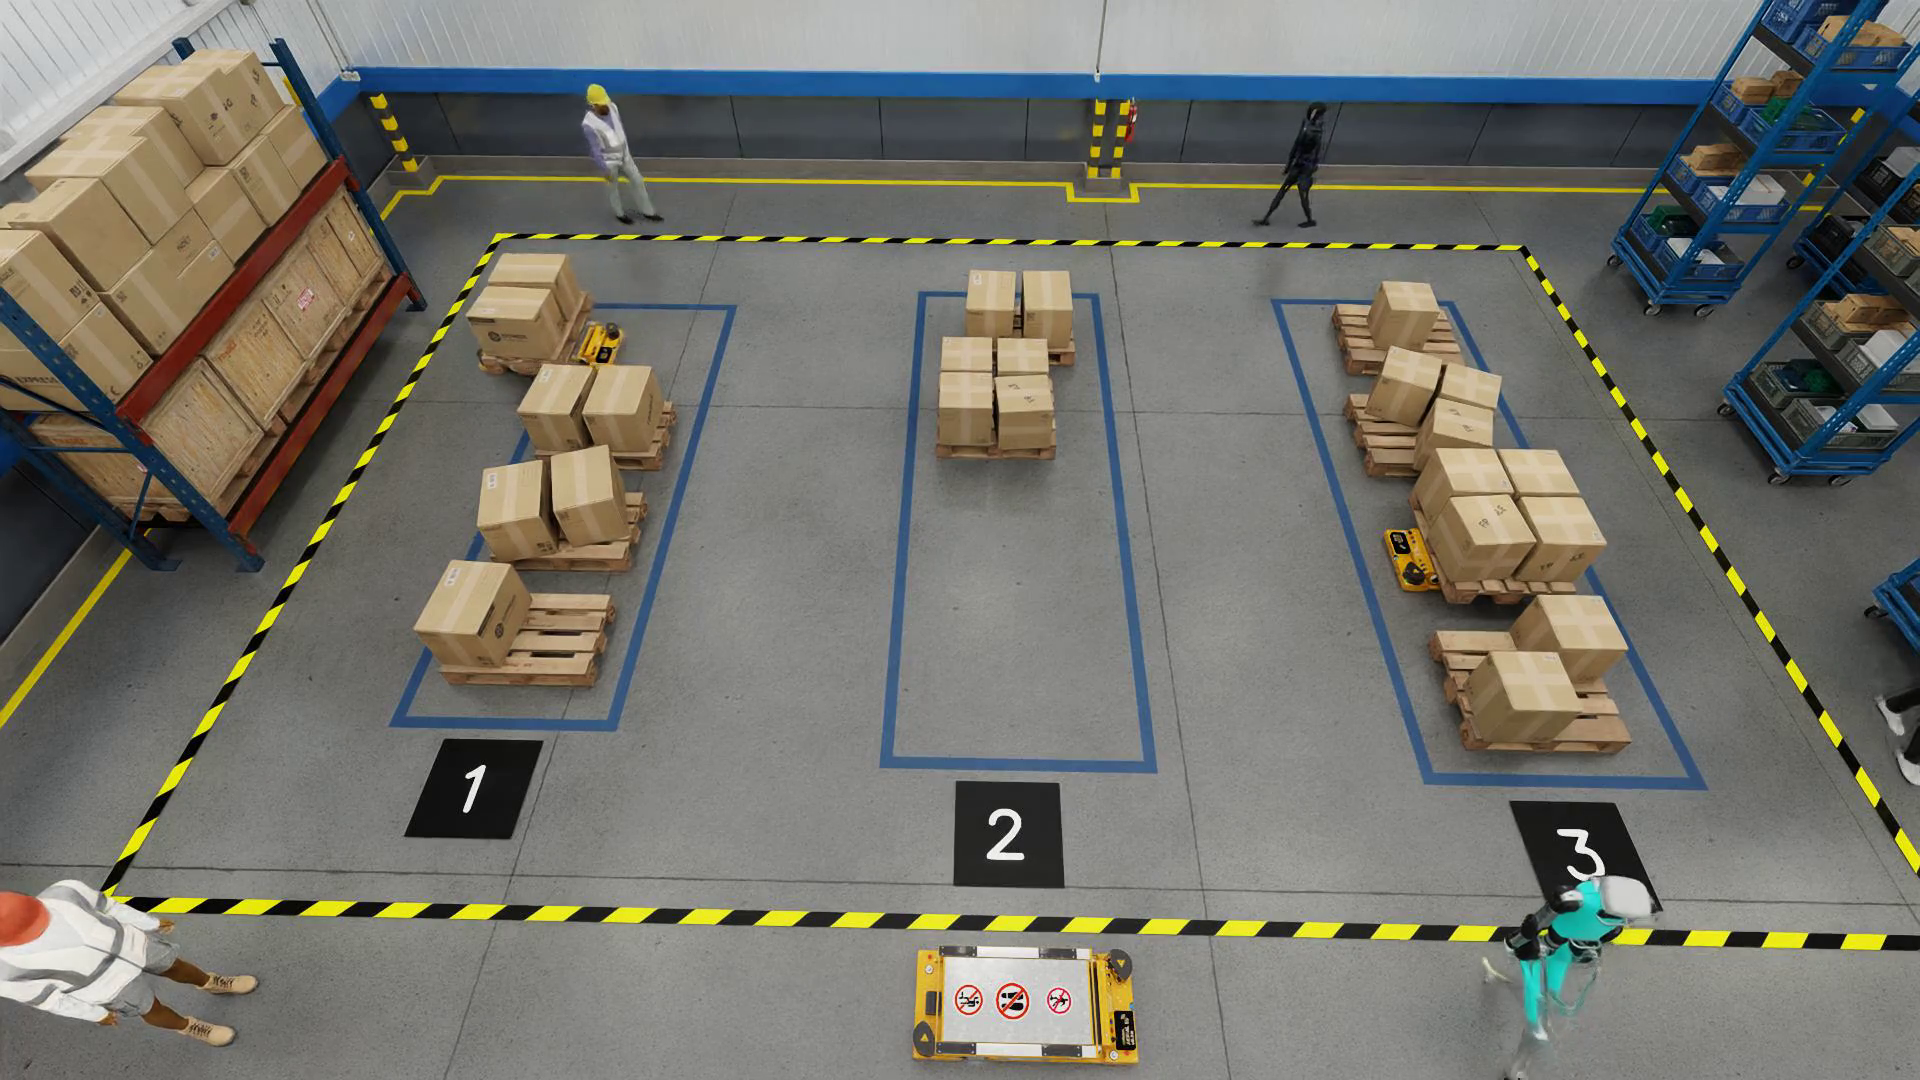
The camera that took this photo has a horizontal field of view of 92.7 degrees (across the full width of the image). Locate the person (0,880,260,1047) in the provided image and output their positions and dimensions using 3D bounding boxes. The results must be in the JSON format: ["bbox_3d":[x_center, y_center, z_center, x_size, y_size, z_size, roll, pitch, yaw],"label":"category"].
[{"bbox_3d":[-4.878,2.475,5.332,0.388,2.033,0.604,1,51,1],"label":"person"}]

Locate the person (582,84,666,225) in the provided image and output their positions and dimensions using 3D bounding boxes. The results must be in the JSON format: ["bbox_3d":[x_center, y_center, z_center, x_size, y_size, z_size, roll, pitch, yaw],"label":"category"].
[{"bbox_3d":[-4.200,-4.698,11.325,0.800,1.798,0.622,22,54,17],"label":"person"}]

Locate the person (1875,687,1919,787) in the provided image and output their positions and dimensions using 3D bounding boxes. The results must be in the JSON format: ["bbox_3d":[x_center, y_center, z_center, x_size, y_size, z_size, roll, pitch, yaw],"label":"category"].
[{"bbox_3d":[7.492,1.089,6.593,0.613,1.817,0.875,5,51,4],"label":"person"}]

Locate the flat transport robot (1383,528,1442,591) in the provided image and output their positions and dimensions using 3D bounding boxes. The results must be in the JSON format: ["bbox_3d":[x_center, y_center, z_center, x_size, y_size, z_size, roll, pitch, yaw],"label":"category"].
[{"bbox_3d":[4.689,0.155,8.342,1.431,0.197,0.652,1,51,1],"label":"flat transport robot"}]

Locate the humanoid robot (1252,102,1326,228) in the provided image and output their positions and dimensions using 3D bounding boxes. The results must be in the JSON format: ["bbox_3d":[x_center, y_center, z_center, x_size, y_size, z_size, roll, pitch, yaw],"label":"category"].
[{"bbox_3d":[4.238,-4.584,11.354,0.826,1.627,0.601,-8,51,-6],"label":"humanoid robot"}]

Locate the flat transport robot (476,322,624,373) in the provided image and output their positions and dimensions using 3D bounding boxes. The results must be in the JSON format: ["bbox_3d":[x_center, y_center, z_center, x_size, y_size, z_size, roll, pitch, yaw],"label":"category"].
[{"bbox_3d":[-4.572,-2.165,10.233,1.431,0.197,0.652,1,51,1],"label":"flat transport robot"}]

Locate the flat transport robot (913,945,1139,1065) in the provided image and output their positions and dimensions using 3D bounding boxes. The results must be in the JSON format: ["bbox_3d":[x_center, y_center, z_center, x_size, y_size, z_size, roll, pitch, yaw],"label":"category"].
[{"bbox_3d":[0.422,3.041,6.007,1.431,0.231,0.659,1,51,1],"label":"flat transport robot"}]

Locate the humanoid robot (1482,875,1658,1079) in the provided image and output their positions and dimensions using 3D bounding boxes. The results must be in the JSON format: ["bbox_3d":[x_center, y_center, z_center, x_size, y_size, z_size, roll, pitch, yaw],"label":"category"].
[{"bbox_3d":[3.572,2.676,5.366,0.541,1.769,0.935,2,51,1],"label":"humanoid robot"}]
